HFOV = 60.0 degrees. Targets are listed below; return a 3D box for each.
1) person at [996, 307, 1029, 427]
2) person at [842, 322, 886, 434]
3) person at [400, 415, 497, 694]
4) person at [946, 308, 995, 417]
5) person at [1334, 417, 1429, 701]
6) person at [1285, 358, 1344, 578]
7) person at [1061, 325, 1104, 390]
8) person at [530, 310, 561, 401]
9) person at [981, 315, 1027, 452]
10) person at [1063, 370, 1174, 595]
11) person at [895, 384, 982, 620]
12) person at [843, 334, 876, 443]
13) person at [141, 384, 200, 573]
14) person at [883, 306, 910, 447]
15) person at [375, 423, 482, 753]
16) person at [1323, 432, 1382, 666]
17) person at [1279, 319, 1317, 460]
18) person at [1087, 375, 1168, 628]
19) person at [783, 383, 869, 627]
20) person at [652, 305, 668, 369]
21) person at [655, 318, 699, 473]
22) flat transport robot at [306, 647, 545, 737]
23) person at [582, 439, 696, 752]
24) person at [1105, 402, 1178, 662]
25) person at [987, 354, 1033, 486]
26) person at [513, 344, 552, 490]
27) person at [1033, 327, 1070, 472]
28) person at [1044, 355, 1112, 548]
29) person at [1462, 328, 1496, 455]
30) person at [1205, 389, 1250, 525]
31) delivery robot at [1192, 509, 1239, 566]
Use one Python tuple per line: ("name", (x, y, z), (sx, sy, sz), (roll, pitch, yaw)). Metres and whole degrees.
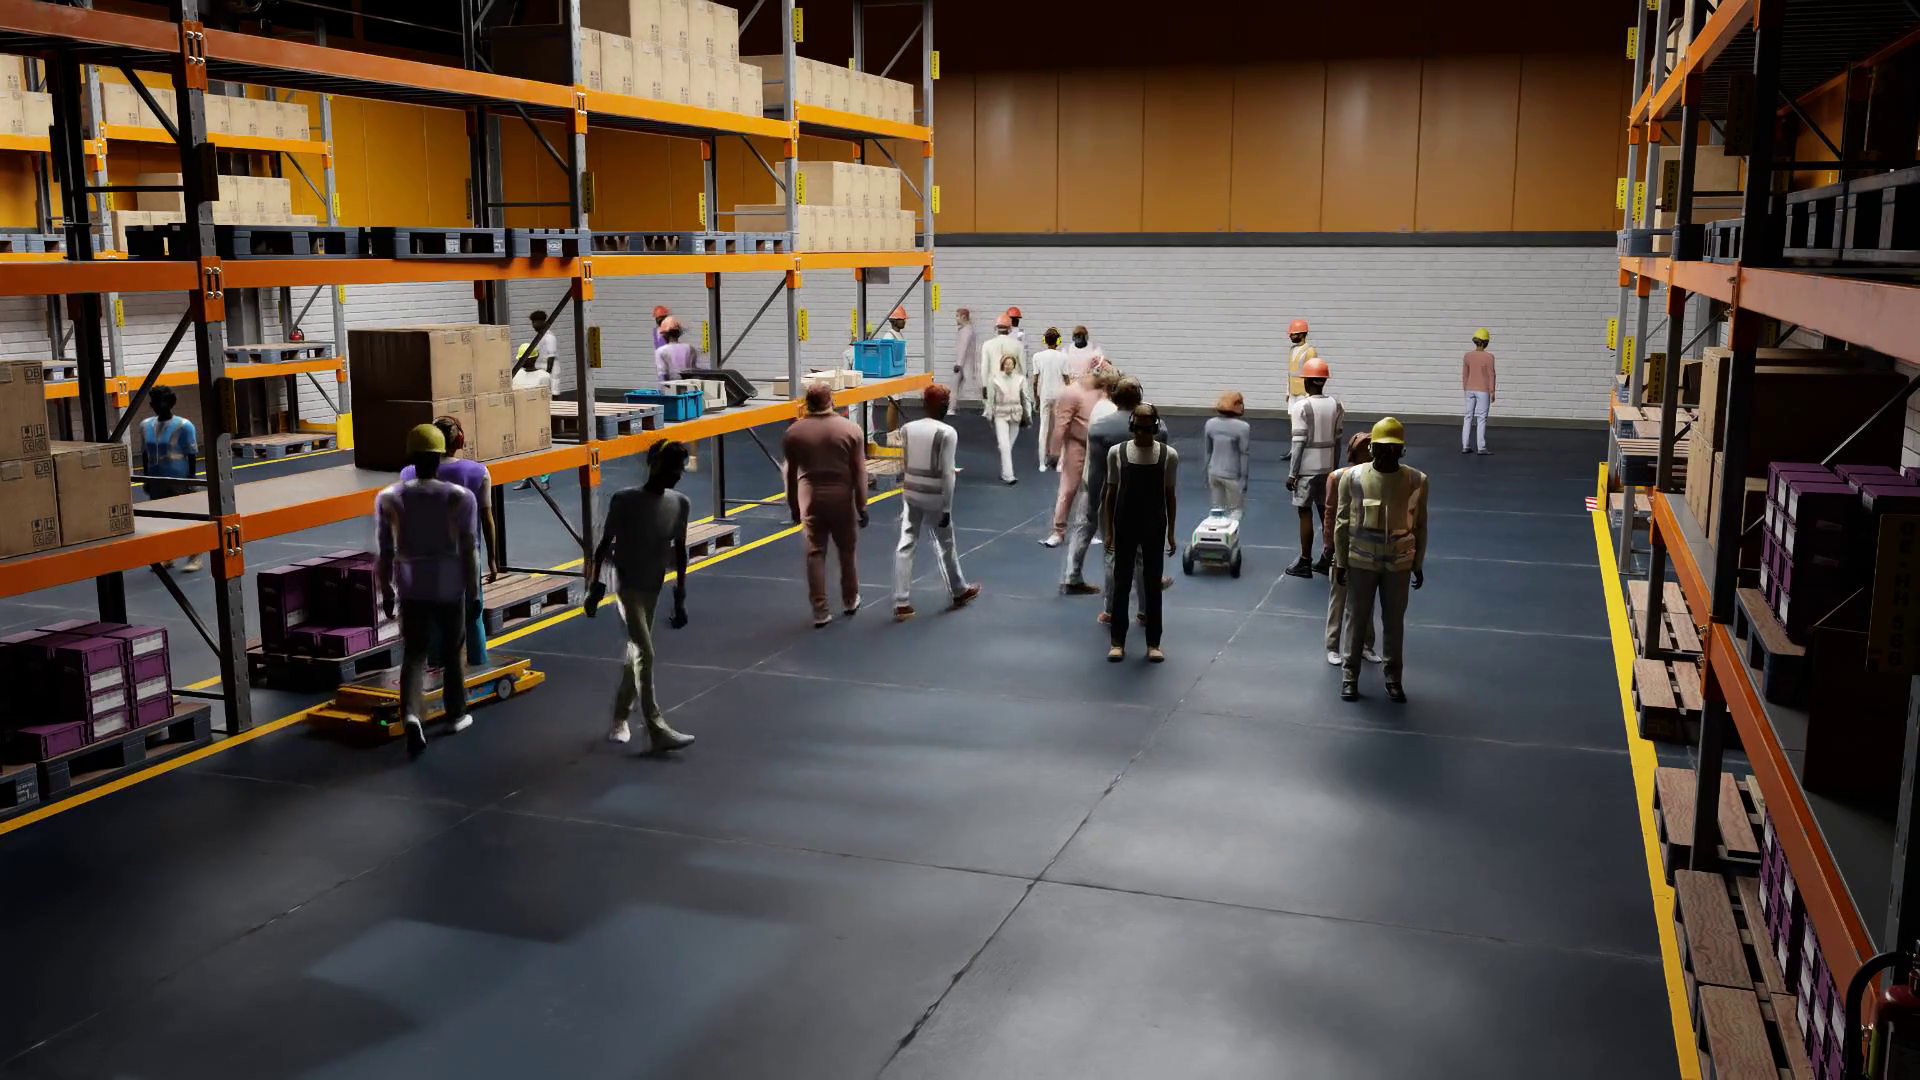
("person", (0.841, -2.782, 26.786), (0.547, 1.934, 0.376), (3, 10, 16))
("person", (-1.501, -2.498, 25.709), (0.655, 1.745, 0.545), (-5, 11, -24))
("person", (-3.270, 0.124, 10.670), (0.568, 1.843, 0.374), (-2, 10, -9))
("person", (0.138, -3.030, 28.383), (0.962, 1.864, 0.640), (-1, 10, -4))
("person", (2.699, 0.127, 10.680), (0.588, 1.837, 0.404), (1, 10, 5))
("person", (3.106, -0.635, 14.685), (0.552, 1.935, 0.370), (-5, 11, -28))
("person", (1.646, -2.031, 22.880), (0.649, 1.816, 0.693), (2, 10, 12))
("person", (-6.188, -2.501, 25.181), (0.574, 1.944, 0.797), (-5, 11, -25))
("person", (0.615, -2.238, 23.732), (0.610, 1.944, 1.072), (3, 11, 17))
("person", (1.329, -0.464, 13.858), (0.993, 1.891, 0.648), (-2, 10, -13))
("person", (-0.227, -0.316, 13.165), (0.607, 1.826, 0.994), (7, 12, 35))
("person", (-1.458, -2.249, 24.321), (0.484, 1.745, 0.296), (1, 10, 4))
("person", (-7.063, -0.546, 14.863), (0.540, 1.695, 0.317), (2, 10, 10))
("person", (-0.914, -2.389, 24.265), (0.373, 2.044, 0.606), (2, 10, 11))
("person", (-3.096, 0.271, 9.701), (0.597, 1.901, 0.810), (-1, 10, -3))
("person", (2.783, 0.059, 11.621), (0.525, 1.636, 0.307), (-2, 10, -11))
("person", (4.553, -2.002, 22.395), (0.370, 1.931, 0.552), (-4, 11, -23))
("person", (1.275, -0.287, 12.725), (0.635, 1.937, 0.352), (-2, 10, -11))
("person", (-1.018, -0.298, 13.005), (0.669, 1.862, 0.887), (1, 10, 5))
("person", (-5.006, -3.110, 28.760), (0.554, 1.906, 0.864), (9, 13, 40))
("person", (-3.704, -1.891, 21.627), (0.624, 1.978, 1.063), (-7, 12, -33))
("flat transport robot", (-3.349, 0.936, 10.528), (0.652, 0.197, 1.431), (5, 11, 25))
("person", (-1.808, 0.325, 9.641), (0.817, 1.810, 0.593), (10, 14, 43))
("person", (1.271, -0.053, 11.690), (0.504, 1.839, 0.344), (1, 10, 5))
("person", (0.611, -1.476, 20.368), (0.532, 1.587, 0.868), (-3, 11, -18))
("person", (-5.111, -1.457, 19.819), (0.523, 1.762, 0.328), (3, 10, 16))
("person", (1.193, -1.807, 21.478), (0.508, 1.872, 0.329), (3, 10, 15))
("person", (1.166, -0.853, 16.113), (0.791, 1.871, 0.437), (-8, 13, -37))
("person", (7.253, -2.069, 23.238), (0.308, 1.772, 0.525), (-7, 12, -35))
("person", (2.447, -0.578, 15.270), (0.501, 1.620, 0.367), (9, 14, 42))
("delivery robot", (2.295, -0.034, 14.921), (0.477, 0.478, 0.707), (3, 10, 16))
